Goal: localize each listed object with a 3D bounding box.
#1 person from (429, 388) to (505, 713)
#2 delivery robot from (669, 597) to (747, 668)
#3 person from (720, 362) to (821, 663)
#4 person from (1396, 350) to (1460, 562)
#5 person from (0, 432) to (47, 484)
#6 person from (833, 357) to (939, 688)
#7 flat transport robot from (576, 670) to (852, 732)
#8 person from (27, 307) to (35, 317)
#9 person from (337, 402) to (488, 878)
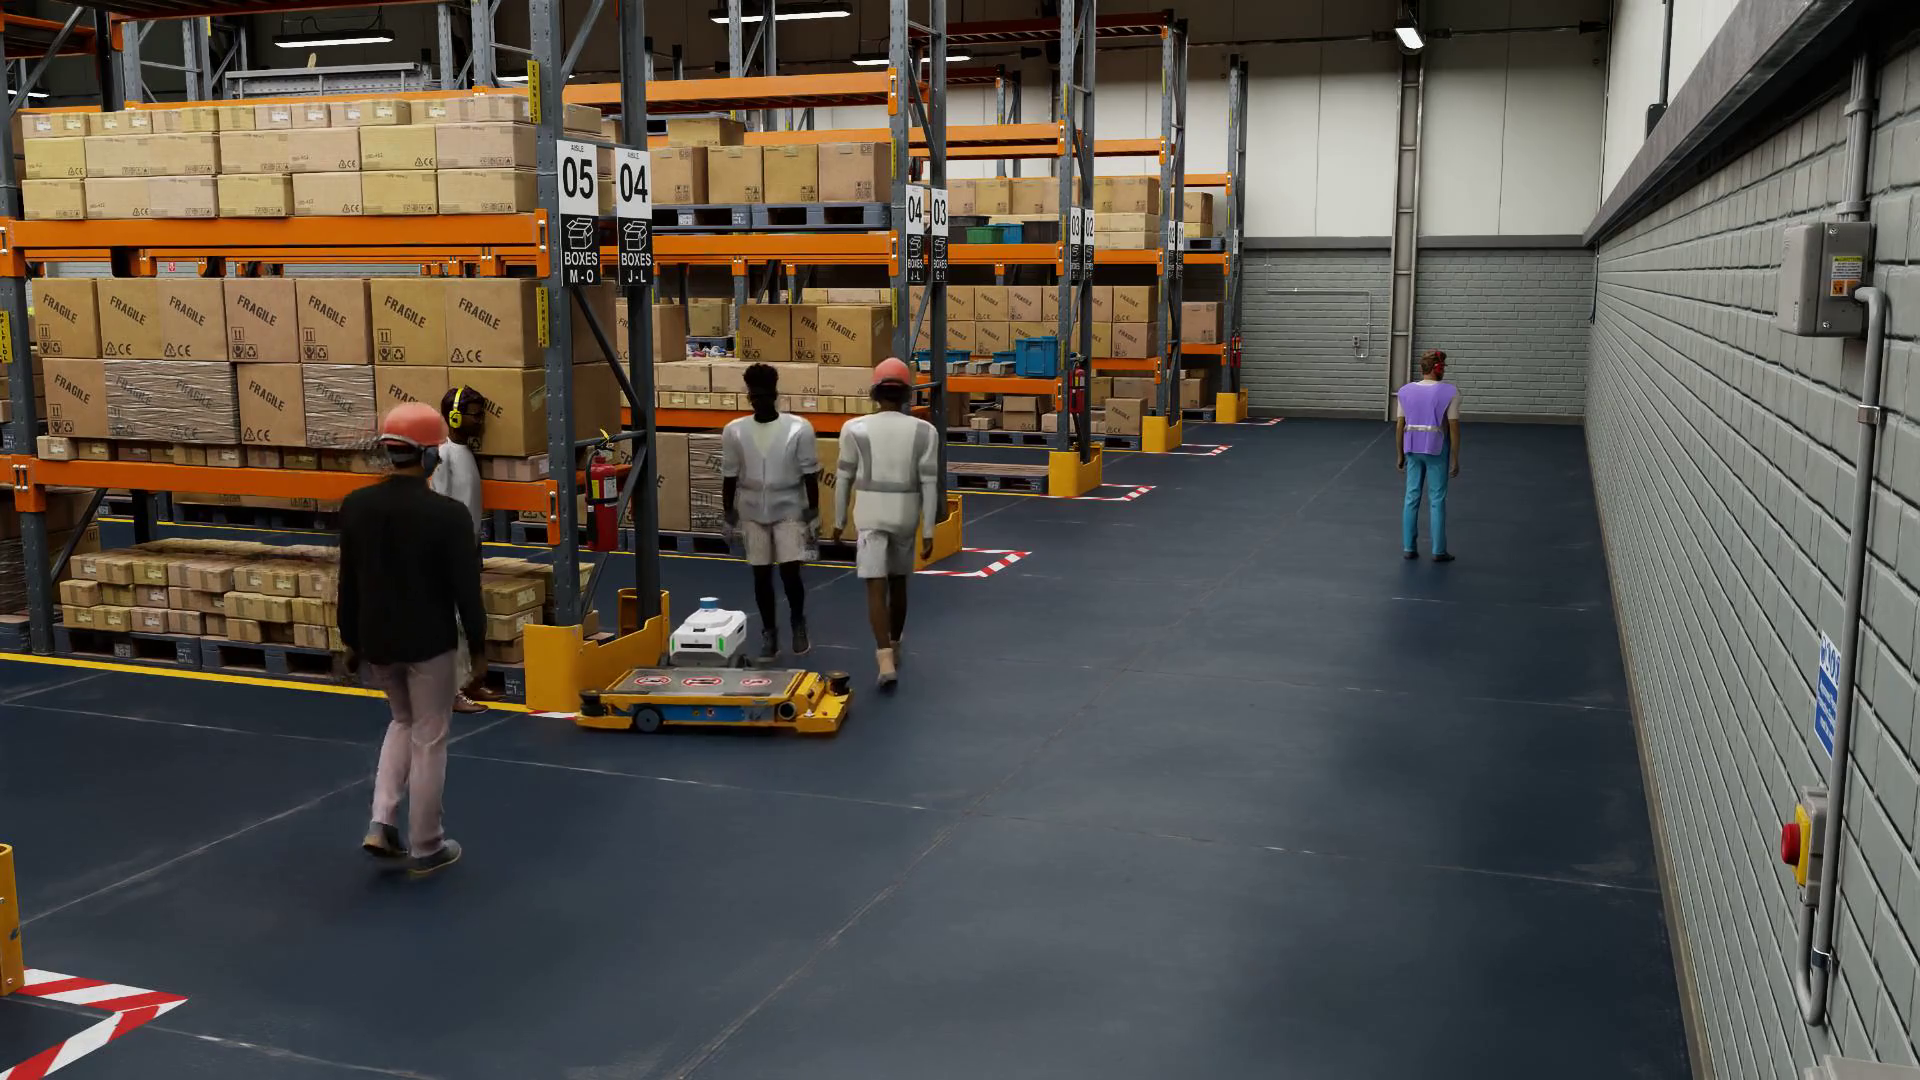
[{"bbox_3d":[-2.844,0.061,9.515,0.333,1.860,0.510,1,9,3],"label":"person"},{"bbox_3d":[-1.506,0.588,9.984,0.477,0.478,0.707,1,9,4],"label":"delivery robot"},{"bbox_3d":[-1.214,-0.166,10.627,0.618,1.943,0.426,1,9,9],"label":"person"},{"bbox_3d":[4.062,-0.726,14.479,0.564,1.839,0.396,7,12,38],"label":"person"},{"bbox_3d":[-8.214,-0.794,14.417,0.384,1.993,0.622,7,11,35],"label":"person"},{"bbox_3d":[-0.442,-0.117,10.216,0.628,2.003,1.027,-2,9,-10],"label":"person"},{"bbox_3d":[-1.358,0.884,9.312,1.431,0.197,0.652,1,9,4],"label":"flat transport robot"},{"bbox_3d":[-19.475,-4.019,35.161,0.852,1.795,0.626,1,9,6],"label":"person"},{"bbox_3d":[-2.244,0.422,6.876,0.634,1.978,0.430,3,10,18],"label":"person"}]
